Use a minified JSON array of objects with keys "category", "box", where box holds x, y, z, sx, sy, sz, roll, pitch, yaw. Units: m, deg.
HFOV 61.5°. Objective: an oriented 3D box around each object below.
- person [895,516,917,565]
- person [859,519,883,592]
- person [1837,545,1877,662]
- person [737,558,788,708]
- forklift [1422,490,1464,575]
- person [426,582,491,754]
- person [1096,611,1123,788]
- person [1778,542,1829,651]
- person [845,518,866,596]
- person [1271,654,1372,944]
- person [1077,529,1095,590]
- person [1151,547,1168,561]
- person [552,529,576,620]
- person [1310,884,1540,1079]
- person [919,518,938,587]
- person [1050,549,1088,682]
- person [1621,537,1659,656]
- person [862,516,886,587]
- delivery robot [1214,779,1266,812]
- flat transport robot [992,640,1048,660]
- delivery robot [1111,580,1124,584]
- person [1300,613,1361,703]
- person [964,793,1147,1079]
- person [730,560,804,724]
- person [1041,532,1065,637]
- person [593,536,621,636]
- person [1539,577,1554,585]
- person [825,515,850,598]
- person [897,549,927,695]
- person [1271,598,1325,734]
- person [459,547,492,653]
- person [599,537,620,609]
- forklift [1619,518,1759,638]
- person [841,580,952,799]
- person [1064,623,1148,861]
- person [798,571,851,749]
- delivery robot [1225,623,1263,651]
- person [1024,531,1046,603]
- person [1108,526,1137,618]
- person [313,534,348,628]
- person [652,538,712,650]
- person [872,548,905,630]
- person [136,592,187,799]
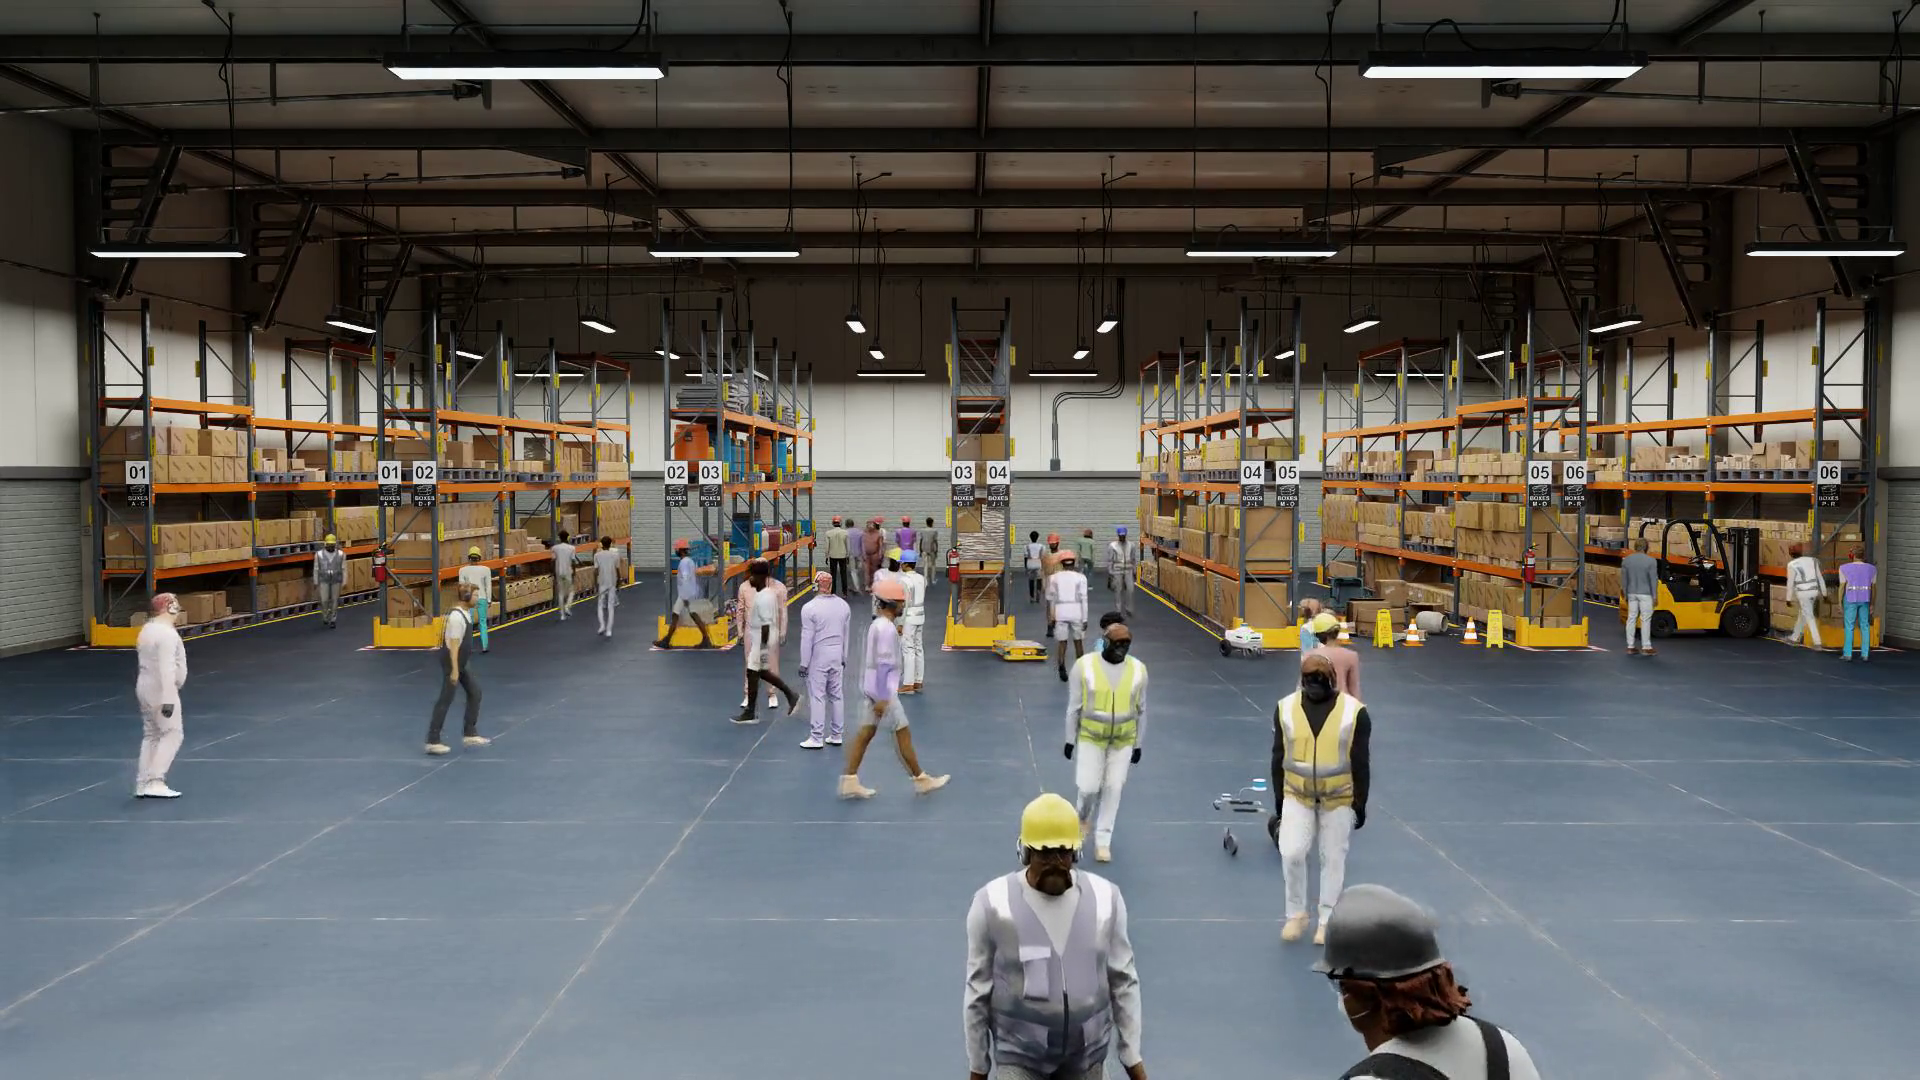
[{"category":"person","box":[-1.410,0.324,42.100,0.557,1.896,0.979,0,2,0]},{"category":"person","box":[-2.278,0.389,41.024,0.667,1.856,0.998,0,2,-2]},{"category":"person","box":[14.217,1.007,25.575,0.563,1.838,0.378,0,2,5]},{"category":"person","box":[-2.520,1.175,20.478,0.654,1.906,0.406,0,2,5]},{"category":"forklift","box":[13.926,-0.371,47.846,1.873,2.768,1.129,0,2,0]},{"category":"person","box":[-5.341,1.351,17.248,0.734,1.798,0.623,0,2,-7]},{"category":"person","box":[1.377,1.502,15.301,0.341,1.670,0.587,0,2,2]},{"category":"person","box":[14.238,0.943,27.295,0.653,1.823,0.928,-1,2,-20]},{"category":"person","box":[-2.721,0.408,39.840,0.637,1.891,0.955,-1,3,-33]},{"category":"person","box":[2.254,1.630,10.136,0.630,1.827,0.508,1,2,21]},{"category":"person","box":[3.204,0.507,41.424,0.544,1.579,0.627,1,3,28]},{"category":"person","box":[5.519,0.246,44.336,0.638,1.878,0.394,1,3,29]},{"category":"person","box":[-8.072,0.709,32.897,0.519,1.858,0.381,0,2,-1]},{"category":"person","box":[0.985,1.796,3.714,0.698,2.000,0.669,-2,3,-40]},{"category":"person","box":[-0.832,0.318,43.075,0.545,1.820,0.962,0,2,6]},{"category":"person","box":[1.533,1.086,22.821,0.569,1.901,0.671,0,2,10]},{"category":"person","box":[11.193,0.933,26.547,0.481,1.936,0.650,-2,3,-35]},{"category":"person","box":[-2.260,0.324,42.156,0.592,1.884,0.874,1,3,26]},{"category":"delivery robot","box":[2.354,1.997,12.693,0.698,0.223,0.335,0,2,5]},{"category":"flat transport robot","box":[0.958,1.775,26.175,0.652,0.197,1.431,0,2,-9]},{"category":"delivery robot","box":[4.061,0.973,41.688,0.477,0.478,0.707,0,2,5]},{"category":"person","box":[3.349,1.513,14.470,0.516,1.709,0.959,-1,2,-14]},{"category":"person","box":[0.329,1.802,5.708,0.617,1.826,0.439,-1,2,-13]},{"category":"person","box":[-2.304,1.204,19.222,0.817,1.945,0.612,0,2,-5]},{"category":"person","box":[1.771,0.807,29.770,0.542,1.913,0.849,0,2,12]},{"category":"person","box":[-6.496,0.840,29.714,0.501,1.838,0.680,-1,2,-17]},{"category":"person","box":[13.216,0.627,36.445,0.320,1.737,0.483,-1,3,-25]},{"category":"person","box":[-2.941,0.405,38.829,0.611,1.990,0.392,0,2,-6]},{"category":"person","box":[-0.677,1.101,21.831,0.388,1.947,0.612,1,3,27]},{"category":"person","box":[3.821,1.438,17.707,0.515,1.594,0.876,-2,3,-41]},{"category":"person","box":[-8.052,0.993,26.804,0.534,1.767,0.313,-1,2,-22]},{"category":"person","box":[-7.773,0.723,35.721,0.525,1.598,0.875,0,2,4]},{"category":"forklift","box":[13.417,0.684,29.791,2.313,2.155,1.214,0,2,0]},{"category":"person","box":[-0.605,1.362,14.715,1.047,1.984,0.630,-1,2,-14]},{"category":"person","box":[1.131,1.538,12.397,0.653,1.819,0.474,0,2,-7]},{"category":"person","box":[-1.492,1.294,17.483,0.408,1.909,0.642,2,3,44]},{"category":"delivery robot","box":[4.606,1.588,26.199,0.477,0.478,0.707,-1,2,-22]},{"category":"person","box":[1.730,0.618,37.280,0.538,1.678,0.704,0,2,2]},{"category":"person","box":[3.360,0.668,33.104,0.635,1.913,0.785,0,2,-10]},{"category":"person","box":[-12.083,0.802,31.027,0.627,1.804,0.757,-1,2,-24]},{"category":"person","box":[-4.671,0.914,27.368,1.014,1.882,0.567,0,2,7]},{"category":"person","box":[-1.040,1.040,24.343,0.594,1.878,0.941,0,2,-8]},{"category":"person","box":[-7.329,1.422,14.783,0.672,1.877,0.467,2,3,44]}]
